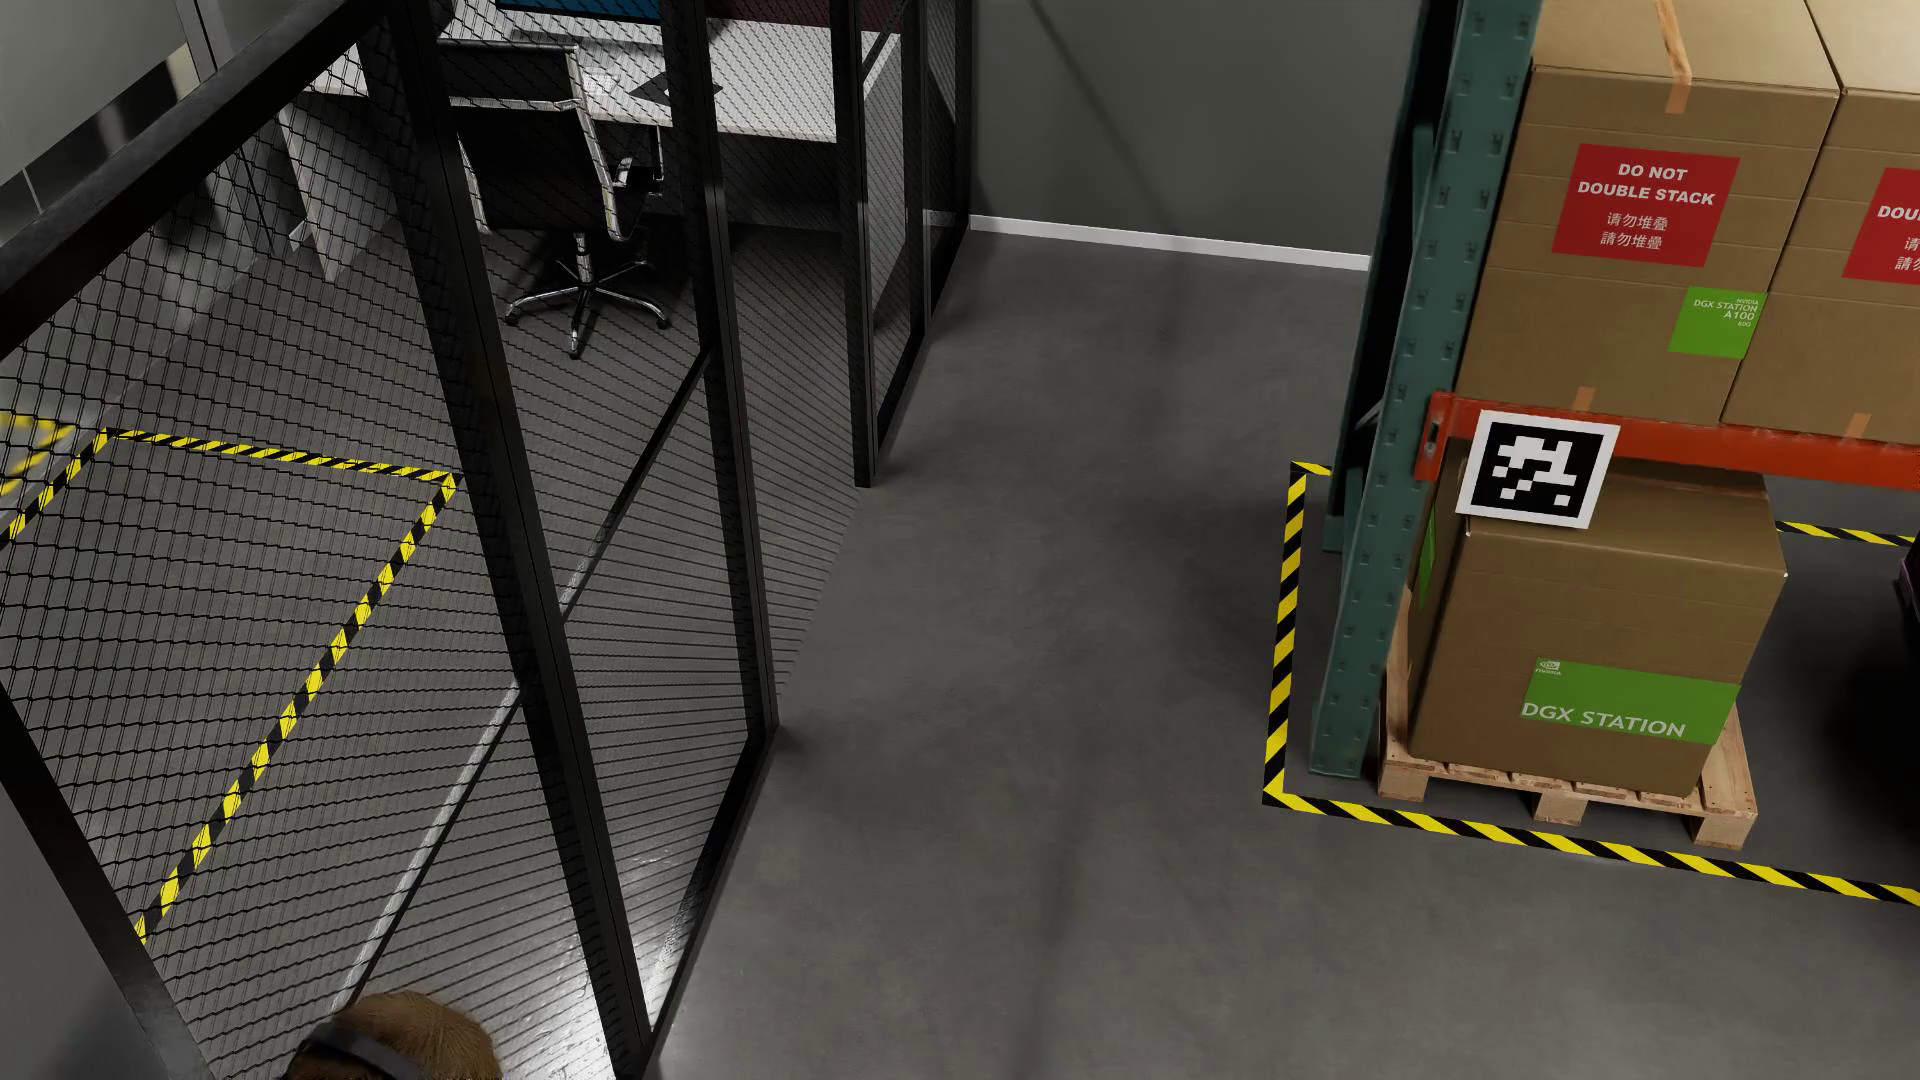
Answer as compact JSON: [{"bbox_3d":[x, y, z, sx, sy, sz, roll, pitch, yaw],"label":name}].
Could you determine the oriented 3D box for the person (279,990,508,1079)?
[{"bbox_3d":[-0.524,1.163,2.160,0.632,1.937,0.359,20,45,21],"label":"person"}]
